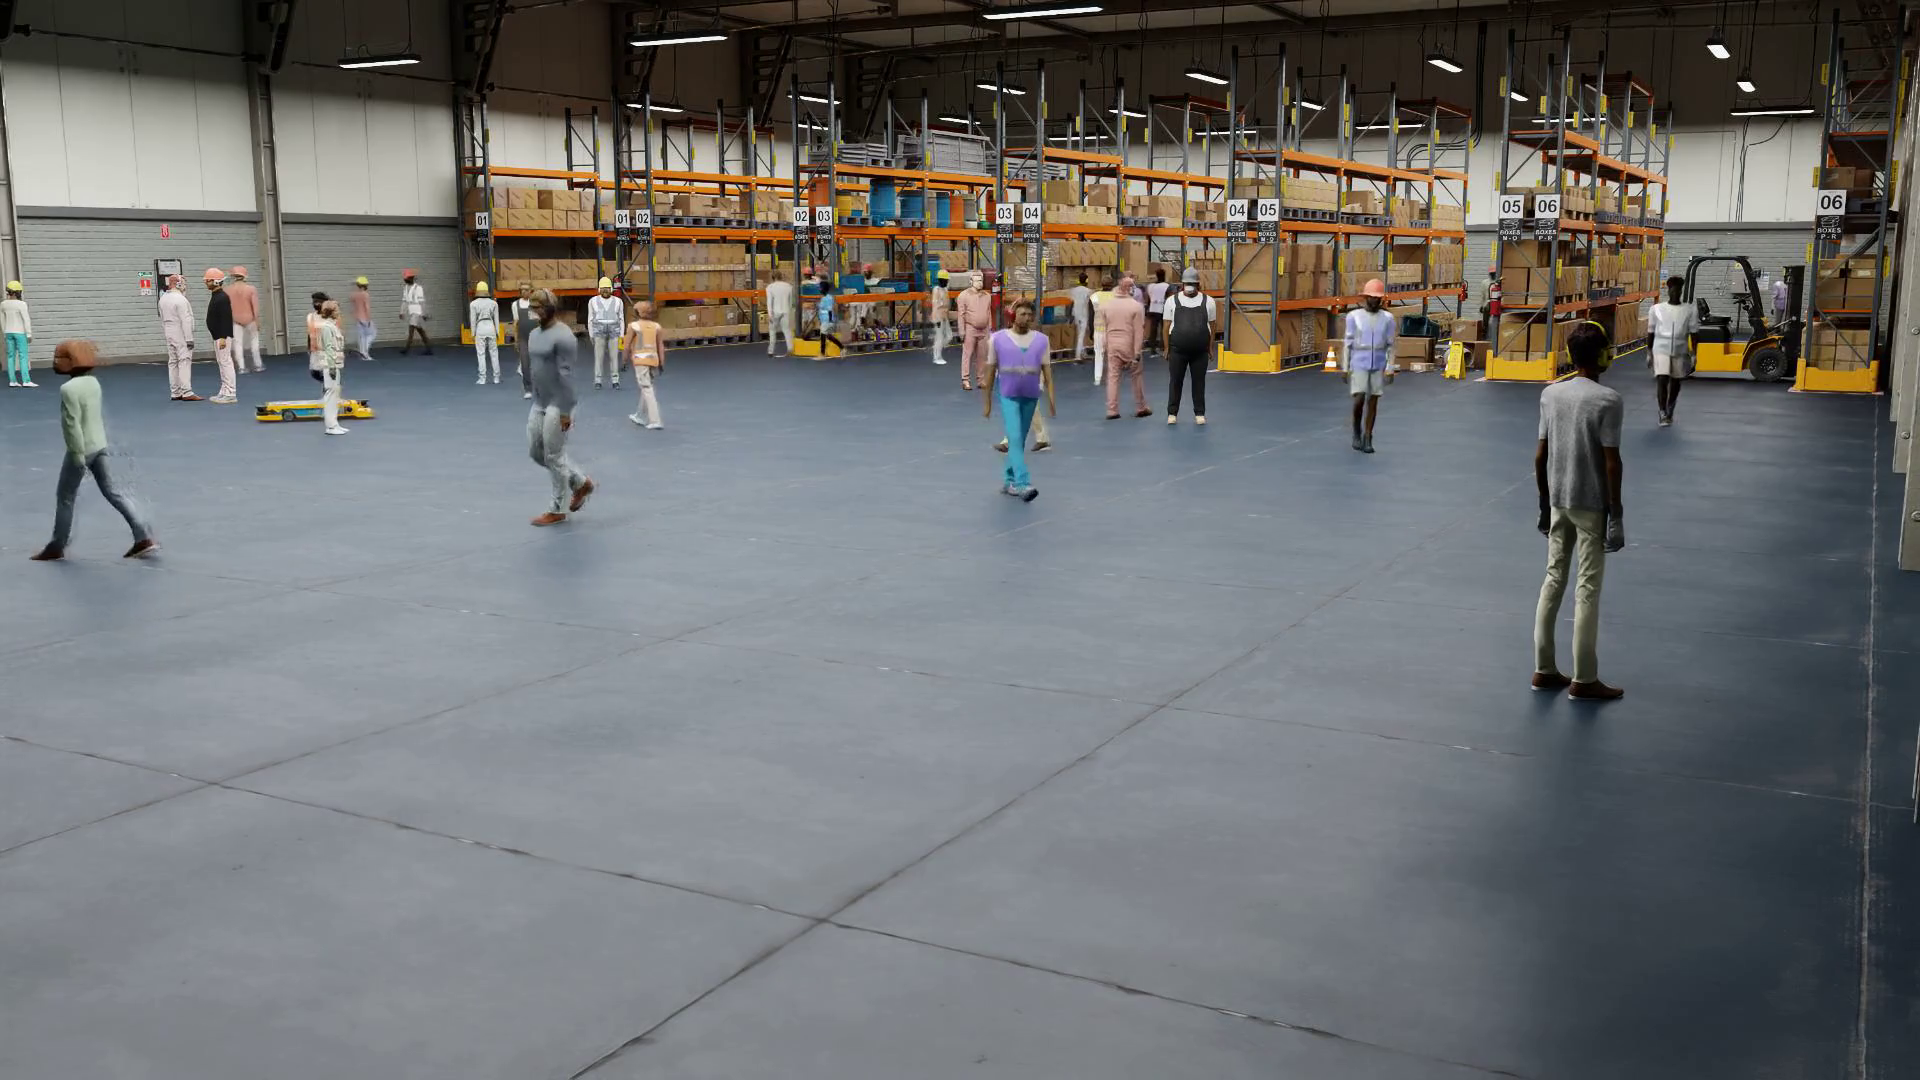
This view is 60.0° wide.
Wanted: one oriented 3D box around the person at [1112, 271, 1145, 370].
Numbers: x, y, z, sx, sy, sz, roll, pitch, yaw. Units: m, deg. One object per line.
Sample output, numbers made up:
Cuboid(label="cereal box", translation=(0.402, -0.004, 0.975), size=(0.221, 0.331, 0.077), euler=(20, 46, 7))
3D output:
Cuboid(label="person", translation=(3.257, -4.201, 31.904), size=(0.666, 1.877, 0.793), euler=(5, 11, 27))

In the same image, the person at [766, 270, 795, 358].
Cuboid(label="person", translation=(-3.836, -4.822, 35.526), size=(0.637, 1.900, 0.997), euler=(-5, 11, -29))

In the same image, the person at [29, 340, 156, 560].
Cuboid(label="person", translation=(-6.235, -0.635, 11.904), size=(0.873, 1.597, 0.508), euler=(0, 10, 1))

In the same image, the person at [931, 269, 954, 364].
Cuboid(label="person", translation=(-0.365, -4.488, 33.501), size=(0.429, 1.907, 0.612), euler=(4, 10, 20))

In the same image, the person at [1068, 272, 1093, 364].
Cuboid(label="person", translation=(2.543, -4.480, 33.642), size=(0.567, 1.835, 0.865), euler=(8, 13, 40))

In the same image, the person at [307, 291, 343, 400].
Cuboid(label="person", translation=(-9.001, -2.688, 23.601), size=(0.546, 1.680, 0.560), euler=(4, 10, 21))

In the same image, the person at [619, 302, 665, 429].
Cuboid(label="person", translation=(-4.035, -2.206, 21.065), size=(0.836, 1.594, 0.515), euler=(8, 13, 41))

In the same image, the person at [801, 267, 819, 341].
Cuboid(label="person", translation=(-3.662, -5.628, 40.130), size=(0.570, 1.921, 0.493), euler=(2, 10, 13))

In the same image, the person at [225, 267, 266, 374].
Cuboid(label="person", translation=(-13.349, -4.108, 31.106), size=(0.653, 1.960, 0.889), euler=(0, 10, -1))

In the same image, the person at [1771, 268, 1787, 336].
Cuboid(label="person", translation=(20.074, -5.675, 40.487), size=(0.586, 1.907, 0.532), euler=(5, 11, 25))

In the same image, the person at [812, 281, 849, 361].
Cuboid(label="person", translation=(-2.689, -4.560, 34.607), size=(0.740, 1.677, 0.540), euler=(-2, 10, -12))

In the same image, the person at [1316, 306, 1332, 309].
Cuboid(label="person", translation=(9.472, -6.051, 42.900), size=(0.540, 1.838, 0.922), euler=(5, 11, 26))

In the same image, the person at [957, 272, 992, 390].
Cuboid(label="person", translation=(0.267, -3.402, 27.149), size=(0.638, 1.909, 0.408), euler=(-6, 11, -32))

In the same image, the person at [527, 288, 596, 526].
Cuboid(label="person", translation=(-3.257, -1.081, 13.520), size=(0.556, 1.923, 0.633), euler=(-9, 13, -43))

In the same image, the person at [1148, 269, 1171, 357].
Cuboid(label="person", translation=(4.383, -4.896, 35.939), size=(0.620, 1.885, 0.883), euler=(8, 13, 40))

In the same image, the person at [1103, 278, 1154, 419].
Cuboid(label="person", translation=(2.263, -2.571, 22.378), size=(0.662, 1.872, 0.881), euler=(7, 12, 35))

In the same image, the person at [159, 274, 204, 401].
Cuboid(label="person", translation=(-11.729, -3.039, 25.036), size=(0.641, 1.905, 0.410), euler=(7, 12, 35))

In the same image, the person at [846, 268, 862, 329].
Cuboid(label="person", translation=(-2.664, -6.130, 43.234), size=(0.580, 1.869, 0.414), euler=(4, 10, 22))

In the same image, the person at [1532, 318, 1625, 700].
Cuboid(label="person", translation=(3.065, -0.149, 8.200), size=(0.326, 1.876, 0.520), euler=(-6, 11, -30))

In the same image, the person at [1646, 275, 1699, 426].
Cuboid(label="person", translation=(9.227, -2.463, 21.575), size=(0.609, 1.940, 0.876), euler=(3, 10, 18))

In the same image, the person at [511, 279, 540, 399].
Cuboid(label="person", translation=(-6.582, -3.078, 25.478), size=(0.531, 1.829, 0.532), euler=(-1, 10, -6))

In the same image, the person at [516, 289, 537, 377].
Cuboid(label="person", translation=(-7.595, -3.660, 29.538), size=(0.821, 1.606, 0.519), euler=(4, 11, 23))

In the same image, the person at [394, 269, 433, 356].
Cuboid(label="person", translation=(-11.972, -4.949, 36.271), size=(0.543, 1.875, 1.019), euler=(9, 13, 43))

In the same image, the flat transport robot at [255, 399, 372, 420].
Cuboid(label="flat transport robot", translation=(-8.652, -1.748, 22.246), size=(1.431, 0.197, 0.652), euler=(-4, 11, -23))

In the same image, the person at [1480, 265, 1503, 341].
Cuboid(label="person", translation=(12.933, -5.699, 40.468), size=(0.647, 1.942, 0.990), euler=(6, 11, 31))

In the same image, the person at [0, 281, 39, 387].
Cuboid(label="person", translation=(-15.653, -3.411, 27.614), size=(0.526, 1.768, 0.331), euler=(2, 10, 12))

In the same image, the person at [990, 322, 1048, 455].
Cuboid(label="person", translation=(0.668, -1.738, 18.322), size=(0.878, 1.583, 0.519), euler=(-7, 12, -35))

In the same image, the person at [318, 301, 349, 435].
Cuboid(label="person", translation=(-7.694, -2.105, 20.386), size=(0.311, 1.637, 0.548), euler=(-3, 10, -17))

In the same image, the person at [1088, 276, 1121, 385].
Cuboid(label="person", translation=(2.475, -3.527, 28.072), size=(0.627, 1.844, 0.429), euler=(1, 10, 5))

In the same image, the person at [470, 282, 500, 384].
Cuboid(label="person", translation=(-8.131, -3.542, 28.452), size=(0.492, 1.740, 0.325), euler=(-6, 11, -32))

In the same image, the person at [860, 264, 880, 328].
Cuboid(label="person", translation=(-2.203, -5.773, 40.794), size=(0.612, 1.999, 1.028), euler=(5, 11, 29))

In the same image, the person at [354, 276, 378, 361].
Cuboid(label="person", translation=(-12.373, -4.596, 34.599), size=(0.524, 1.752, 0.371), euler=(6, 12, 33))

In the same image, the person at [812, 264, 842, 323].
Cuboid(label="person", translation=(-3.030, -5.425, 38.767), size=(0.818, 1.986, 0.453), euler=(-1, 10, -6))

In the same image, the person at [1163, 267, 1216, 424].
Cuboid(label="person", translation=(2.969, -2.504, 21.501), size=(0.689, 2.000, 0.538), euler=(0, 10, 3))

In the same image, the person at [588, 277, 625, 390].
Cuboid(label="person", translation=(-5.773, -3.370, 27.176), size=(0.589, 1.834, 0.403), euler=(-3, 10, -17))

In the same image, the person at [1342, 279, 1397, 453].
Cuboid(label="person", translation=(4.527, -1.912, 18.371), size=(0.578, 1.923, 0.401), euler=(0, 10, -1))

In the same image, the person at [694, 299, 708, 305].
Cuboid(label="person", translation=(-6.955, -6.486, 45.169), size=(0.581, 1.914, 0.681), euler=(7, 12, 37))

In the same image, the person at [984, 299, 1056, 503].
Cuboid(label="person", translation=(0.563, -1.241, 14.821), size=(0.584, 1.789, 0.973), euler=(-4, 10, -20))

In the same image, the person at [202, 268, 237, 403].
Cuboid(label="person", translation=(-11.013, -3.036, 24.746), size=(0.378, 1.996, 0.610), euler=(-6, 12, -34))

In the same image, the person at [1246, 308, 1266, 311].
Cuboid(label="person", translation=(7.455, -5.845, 41.737), size=(0.630, 1.811, 0.875), euler=(8, 13, 40))
